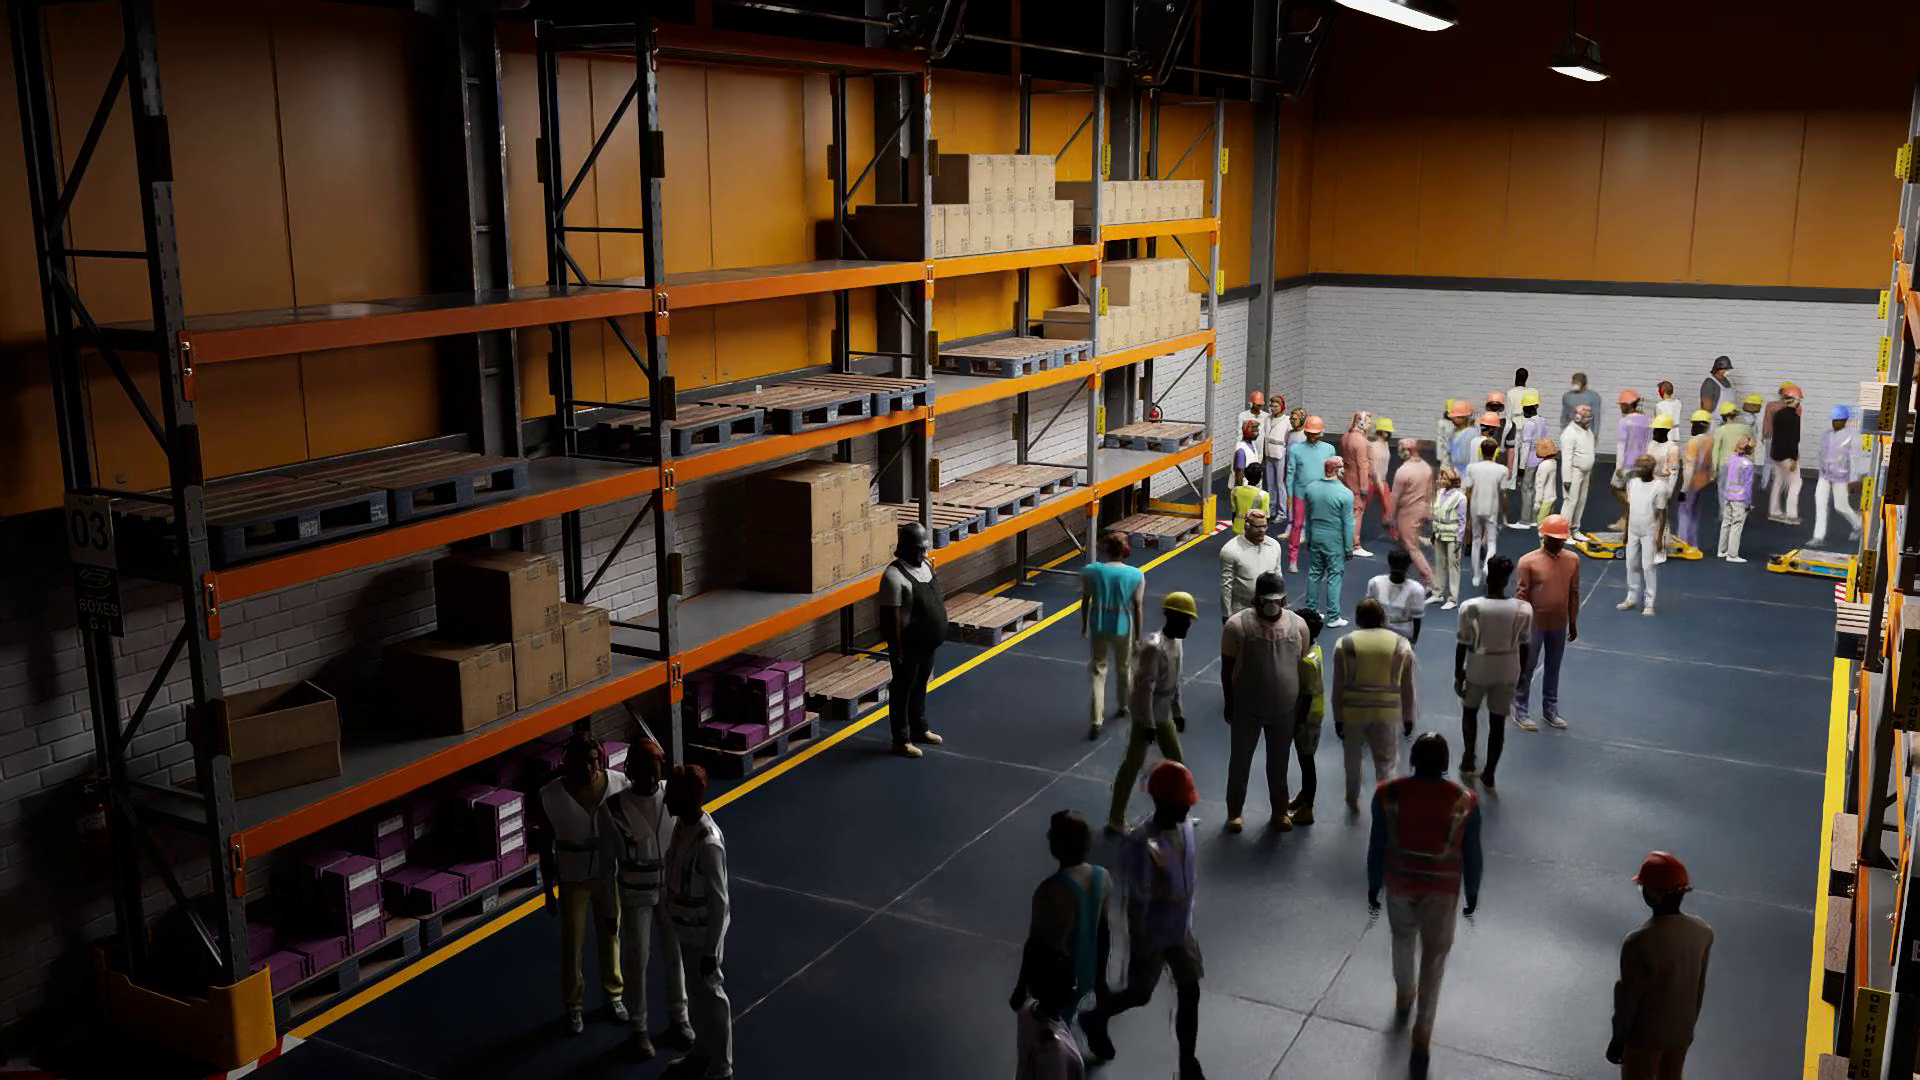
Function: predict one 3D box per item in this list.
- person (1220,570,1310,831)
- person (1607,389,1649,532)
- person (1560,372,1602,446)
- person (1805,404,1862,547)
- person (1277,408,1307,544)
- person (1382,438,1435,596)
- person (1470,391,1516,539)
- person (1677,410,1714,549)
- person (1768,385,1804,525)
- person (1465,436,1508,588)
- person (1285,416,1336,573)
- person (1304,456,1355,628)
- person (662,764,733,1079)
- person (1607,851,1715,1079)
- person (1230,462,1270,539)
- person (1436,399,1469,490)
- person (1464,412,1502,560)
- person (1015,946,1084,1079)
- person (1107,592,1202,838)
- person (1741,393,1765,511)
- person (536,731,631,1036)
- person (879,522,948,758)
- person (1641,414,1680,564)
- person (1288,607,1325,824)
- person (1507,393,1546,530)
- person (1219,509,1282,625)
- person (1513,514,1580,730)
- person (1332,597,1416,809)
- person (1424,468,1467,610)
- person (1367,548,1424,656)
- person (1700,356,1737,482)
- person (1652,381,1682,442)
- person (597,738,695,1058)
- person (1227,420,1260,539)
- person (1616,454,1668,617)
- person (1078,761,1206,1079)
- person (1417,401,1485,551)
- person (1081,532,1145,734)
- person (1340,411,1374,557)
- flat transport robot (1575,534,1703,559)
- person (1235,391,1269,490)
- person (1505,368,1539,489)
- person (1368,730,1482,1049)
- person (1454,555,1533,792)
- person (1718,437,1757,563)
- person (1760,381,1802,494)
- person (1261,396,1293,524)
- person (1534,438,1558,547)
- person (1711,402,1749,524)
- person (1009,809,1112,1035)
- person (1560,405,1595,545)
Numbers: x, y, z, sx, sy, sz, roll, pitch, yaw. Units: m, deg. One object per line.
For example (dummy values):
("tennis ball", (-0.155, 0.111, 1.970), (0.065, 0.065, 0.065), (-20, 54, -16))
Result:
("person", (2.333, 1.220, 12.648), (0.682, 2.000, 0.538), (-1, 13, -3))
("person", (9.284, -1.068, 22.972), (0.621, 2.013, 0.655), (-8, 15, -32))
("person", (9.558, -1.645, 25.735), (0.432, 1.924, 0.639), (-11, 17, -42))
("person", (11.763, -0.863, 22.240), (0.775, 1.923, 0.614), (-5, 13, -21))
("person", (4.560, -0.875, 22.468), (0.325, 1.843, 0.516), (-7, 14, -29))
("person", (5.408, -0.287, 19.790), (0.862, 1.870, 0.646), (11, 16, 40))
("person", (7.229, -1.014, 22.679), (0.611, 2.032, 0.411), (4, 13, 15))
("person", (9.597, -0.752, 21.776), (0.380, 1.917, 0.630), (12, 17, 42))
("person", (11.828, -1.208, 23.671), (0.537, 1.977, 0.623), (-1, 13, -5))
("person", (6.283, -0.314, 19.956), (0.515, 1.854, 0.636), (4, 13, 19))
("person", (4.376, -0.571, 20.773), (0.614, 1.990, 0.392), (0, 13, -1))
("person", (4.092, 0.015, 18.365), (0.399, 1.902, 0.642), (-10, 16, -37))
("person", (-1.422, 2.109, 9.021), (0.337, 1.882, 0.583), (-6, 14, -23))
("person", (3.395, 2.370, 8.172), (0.570, 1.743, 0.353), (-7, 14, -27))
("person", (3.345, -0.065, 19.201), (0.322, 1.686, 0.538), (-12, 17, -43))
("person", (7.249, -1.254, 24.512), (0.512, 1.681, 0.679), (0, 13, -1))
("person", (6.771, -0.699, 21.511), (0.388, 1.925, 0.550), (-2, 13, -9))
("person", (0.385, 2.586, 7.304), (0.321, 1.697, 0.529), (-2, 13, -9))
("person", (1.500, 1.317, 12.585), (0.702, 1.872, 0.630), (7, 14, 29))
("person", (11.693, -1.311, 24.656), (0.311, 1.741, 0.510), (5, 14, 22))
("person", (-2.174, 1.977, 9.732), (0.568, 1.839, 0.384), (-7, 14, -28))
("person", (-0.365, 0.838, 14.357), (0.537, 2.000, 0.683), (7, 14, 27))
("person", (8.926, -0.651, 21.292), (0.378, 1.926, 0.605), (-3, 13, -12))
("person", (2.657, 1.348, 12.852), (0.318, 1.697, 0.535), (2, 13, 11))
("person", (7.985, -1.105, 23.354), (0.399, 1.912, 0.592), (10, 16, 37))
("person", (2.735, 0.638, 15.576), (0.645, 1.900, 0.399), (-5, 13, -21))
("person", (5.271, 0.737, 14.942), (0.614, 1.987, 0.408), (-3, 13, -13))
("person", (3.163, 1.348, 12.717), (0.646, 1.778, 1.034), (1, 13, 6))
("person", (5.601, -0.022, 19.108), (0.312, 1.642, 0.512), (-5, 14, -22))
("person", (3.857, 0.893, 14.907), (0.550, 1.674, 0.625), (6, 14, 27))
("person", (12.288, -1.973, 26.942), (0.684, 2.000, 0.535), (-11, 16, -40))
("person", (10.689, -1.488, 25.231), (0.563, 1.837, 0.388), (-9, 15, -34))
("person", (-1.755, 2.018, 9.450), (0.584, 1.879, 0.369), (-8, 15, -32))
("person", (3.657, -0.650, 21.485), (0.381, 1.836, 0.563), (5, 14, 23))
("person", (7.777, -0.051, 18.868), (0.336, 1.832, 0.610), (-6, 14, -26))
("person", (1.050, 2.086, 9.093), (0.554, 1.906, 0.904), (-12, 17, -43))
("person", (6.560, -0.843, 22.003), (1.060, 1.981, 0.637), (-3, 13, -12))
("person", (1.367, 0.820, 15.005), (0.586, 1.797, 0.982), (2, 13, 11))
("person", (5.205, -0.744, 21.759), (0.407, 1.902, 0.639), (-2, 13, -9))
("flat transport robot", (8.891, 0.070, 21.789), (1.431, 0.197, 0.652), (1, 13, 5))
("person", (4.398, -1.362, 24.886), (0.569, 1.743, 0.347), (-2, 13, -9))
("person", (8.826, -1.752, 26.234), (0.588, 1.917, 0.390), (-4, 13, -17))
("person", (2.686, 2.005, 9.666), (0.636, 1.816, 0.868), (5, 13, 20))
("person", (4.336, 1.060, 13.594), (0.604, 1.931, 0.630), (2, 13, 11))
("person", (9.991, -0.519, 21.362), (0.318, 1.631, 0.524), (-1, 13, -6))
("person", (12.784, -1.598, 25.916), (0.534, 1.757, 0.337), (6, 14, 25))
("person", (4.538, -1.154, 23.743), (0.393, 1.836, 0.560), (-8, 15, -31))
("person", (7.457, -0.488, 21.240), (0.287, 1.626, 0.496), (8, 15, 33))
("person", (10.934, -1.082, 23.622), (0.548, 1.738, 0.527), (-1, 13, -5))
("person", (0.539, 2.252, 8.514), (0.530, 1.822, 0.776), (-12, 17, -42))
("person", (8.316, -0.881, 22.389), (0.656, 1.893, 0.399), (-12, 17, -43))
